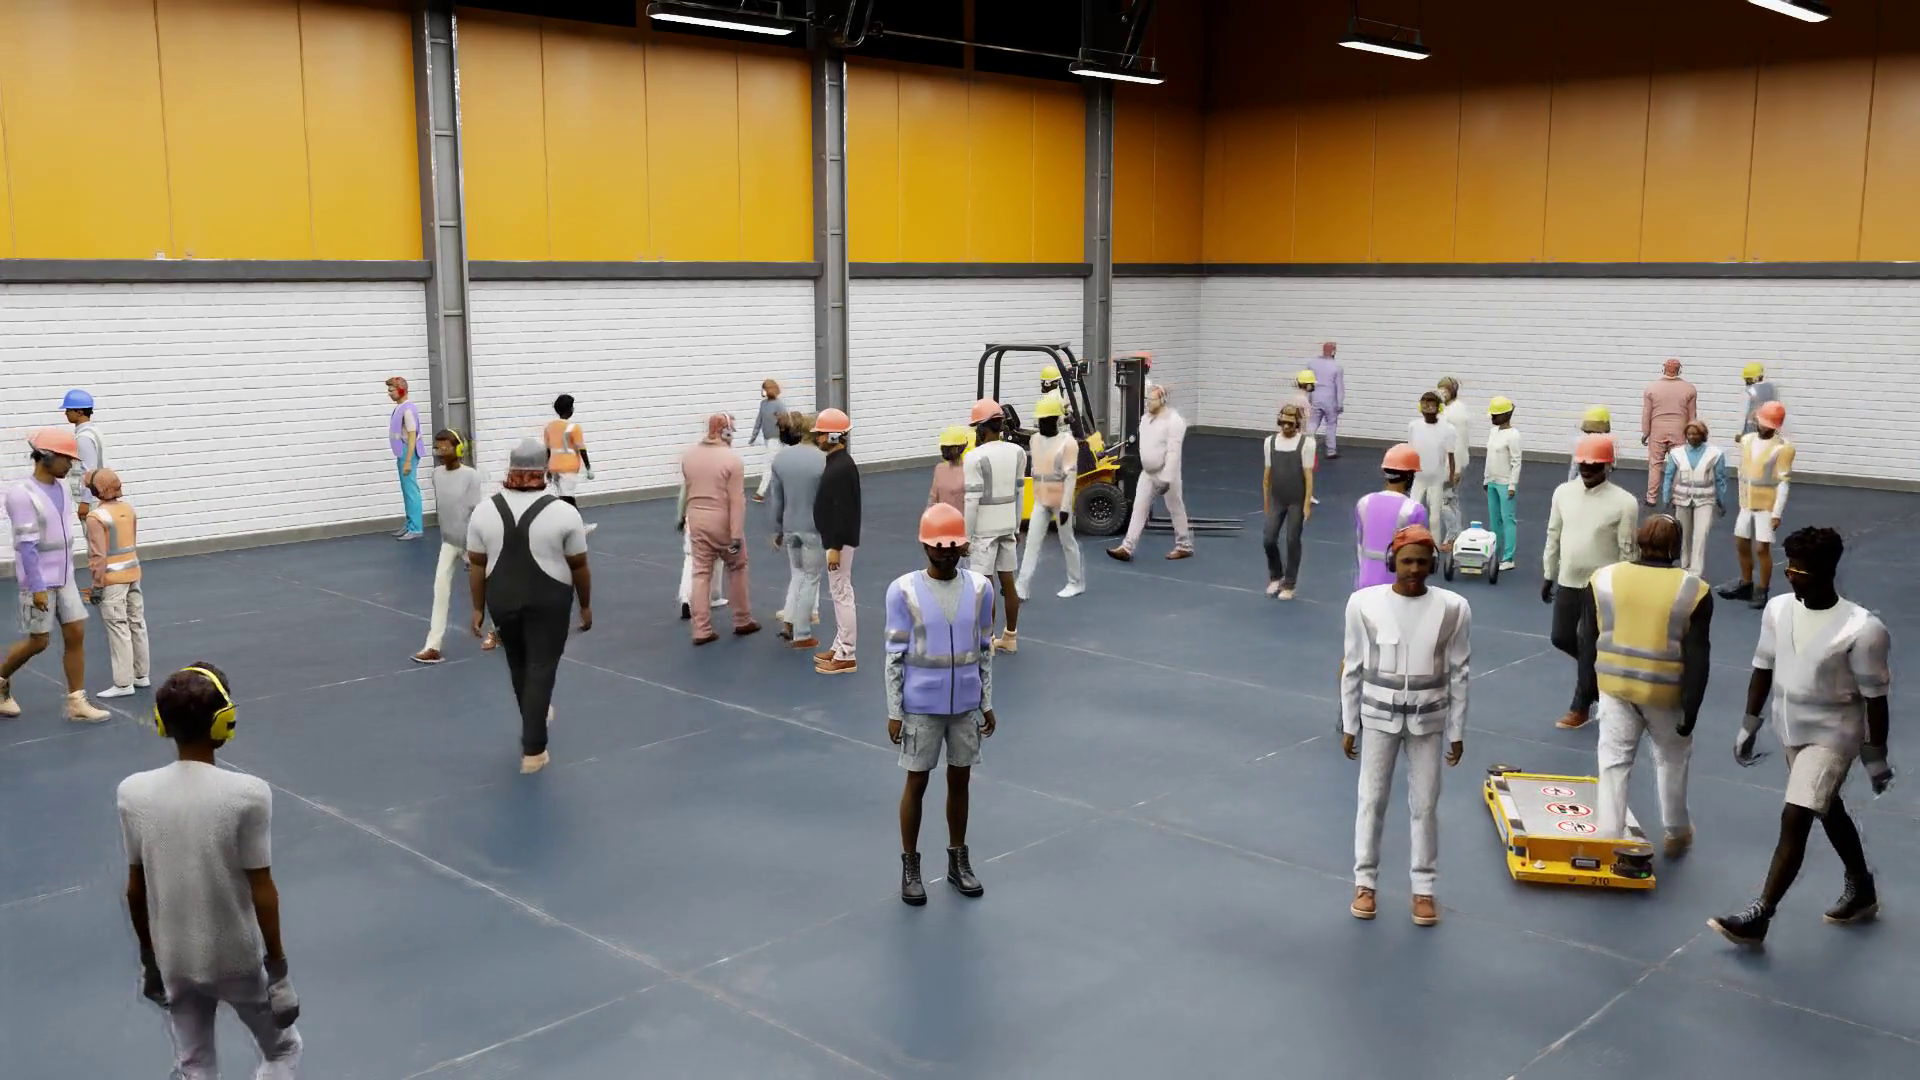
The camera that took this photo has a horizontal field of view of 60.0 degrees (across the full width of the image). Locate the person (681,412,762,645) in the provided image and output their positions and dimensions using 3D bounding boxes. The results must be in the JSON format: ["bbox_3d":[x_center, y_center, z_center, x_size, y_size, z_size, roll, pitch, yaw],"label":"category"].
[{"bbox_3d":[-1.930,-0.112,13.631,0.631,1.864,0.860,4,10,25],"label":"person"}]

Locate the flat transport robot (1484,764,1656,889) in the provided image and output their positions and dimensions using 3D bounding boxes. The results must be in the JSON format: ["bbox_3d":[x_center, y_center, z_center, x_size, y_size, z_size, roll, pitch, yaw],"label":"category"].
[{"bbox_3d":[3.174,1.482,8.752,0.652,0.197,1.431,2,9,11],"label":"flat transport robot"}]

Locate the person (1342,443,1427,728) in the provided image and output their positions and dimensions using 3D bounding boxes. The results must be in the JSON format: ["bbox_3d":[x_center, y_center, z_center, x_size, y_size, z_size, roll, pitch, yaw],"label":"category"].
[{"bbox_3d":[2.872,0.297,11.079,0.998,1.882,0.561,-9,13,-43],"label":"person"}]

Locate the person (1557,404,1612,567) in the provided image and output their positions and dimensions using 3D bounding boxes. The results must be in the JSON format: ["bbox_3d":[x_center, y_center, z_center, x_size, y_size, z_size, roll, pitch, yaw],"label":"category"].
[{"bbox_3d":[6.099,-0.448,16.109,0.367,1.729,0.486,-1,9,-7],"label":"person"}]

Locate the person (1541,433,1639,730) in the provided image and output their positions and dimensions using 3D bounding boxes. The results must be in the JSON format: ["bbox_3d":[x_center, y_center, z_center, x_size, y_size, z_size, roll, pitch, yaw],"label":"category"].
[{"bbox_3d":[4.220,0.254,11.070,0.680,1.971,0.628,-7,12,-37],"label":"person"}]

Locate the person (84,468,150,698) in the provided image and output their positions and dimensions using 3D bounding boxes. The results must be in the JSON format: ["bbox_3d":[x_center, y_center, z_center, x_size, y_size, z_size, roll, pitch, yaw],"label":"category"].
[{"bbox_3d":[-5.993,0.303,11.806,0.315,1.636,0.515,1,9,4],"label":"person"}]

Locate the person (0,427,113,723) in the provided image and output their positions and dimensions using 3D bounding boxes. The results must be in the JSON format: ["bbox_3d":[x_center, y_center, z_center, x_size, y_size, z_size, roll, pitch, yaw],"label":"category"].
[{"bbox_3d":[-6.150,0.246,11.085,0.835,1.996,0.603,2,9,9],"label":"person"}]

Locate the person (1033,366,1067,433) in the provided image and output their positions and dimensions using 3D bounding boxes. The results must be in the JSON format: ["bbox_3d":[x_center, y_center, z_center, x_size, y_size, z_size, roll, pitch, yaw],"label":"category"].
[{"bbox_3d":[1.118,-1.253,20.741,0.404,1.830,0.602,3,10,19],"label":"person"}]

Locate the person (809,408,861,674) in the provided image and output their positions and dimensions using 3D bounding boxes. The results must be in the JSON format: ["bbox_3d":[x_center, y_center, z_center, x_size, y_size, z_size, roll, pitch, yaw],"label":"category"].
[{"bbox_3d":[-0.934,0.004,12.540,0.380,1.994,0.618,-1,9,-5],"label":"person"}]

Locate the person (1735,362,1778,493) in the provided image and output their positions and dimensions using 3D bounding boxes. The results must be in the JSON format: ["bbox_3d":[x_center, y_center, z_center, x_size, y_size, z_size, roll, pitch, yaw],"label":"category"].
[{"bbox_3d":[10.735,-1.498,22.411,0.699,1.794,0.406,-4,10,-21],"label":"person"}]

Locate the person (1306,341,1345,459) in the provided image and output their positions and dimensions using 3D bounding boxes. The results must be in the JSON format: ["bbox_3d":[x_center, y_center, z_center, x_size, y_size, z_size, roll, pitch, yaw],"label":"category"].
[{"bbox_3d":[5.807,-2.219,26.473,0.698,1.893,0.619,8,12,39],"label":"person"}]

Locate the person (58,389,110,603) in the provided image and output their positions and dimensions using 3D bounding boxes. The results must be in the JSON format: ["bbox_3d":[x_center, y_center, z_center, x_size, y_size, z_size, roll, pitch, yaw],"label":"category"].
[{"bbox_3d":[-7.945,-0.402,15.171,0.384,1.948,0.605,-4,10,-23],"label":"person"}]

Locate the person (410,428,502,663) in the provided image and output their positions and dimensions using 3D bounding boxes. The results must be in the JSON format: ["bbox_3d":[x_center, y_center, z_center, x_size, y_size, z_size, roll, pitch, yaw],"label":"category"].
[{"bbox_3d":[-3.901,0.030,12.960,0.512,1.811,0.989,4,10,22],"label":"person"}]

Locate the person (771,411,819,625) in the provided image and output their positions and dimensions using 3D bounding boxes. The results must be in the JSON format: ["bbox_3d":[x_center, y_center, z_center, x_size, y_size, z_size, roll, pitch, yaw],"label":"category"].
[{"bbox_3d":[-1.389,-0.187,14.184,0.430,1.843,0.625,-3,10,-18],"label":"person"}]

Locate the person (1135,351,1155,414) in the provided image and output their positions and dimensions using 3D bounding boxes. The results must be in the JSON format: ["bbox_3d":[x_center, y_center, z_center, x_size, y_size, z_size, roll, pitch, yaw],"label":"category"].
[{"bbox_3d":[2.427,-1.593,22.535,0.421,1.924,0.570,-6,11,-33],"label":"person"}]

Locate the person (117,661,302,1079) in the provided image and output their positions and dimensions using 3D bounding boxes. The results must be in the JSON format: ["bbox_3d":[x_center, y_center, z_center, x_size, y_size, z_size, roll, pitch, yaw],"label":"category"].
[{"bbox_3d":[-2.265,1.288,5.093,0.561,1.855,0.400,1,9,7],"label":"person"}]

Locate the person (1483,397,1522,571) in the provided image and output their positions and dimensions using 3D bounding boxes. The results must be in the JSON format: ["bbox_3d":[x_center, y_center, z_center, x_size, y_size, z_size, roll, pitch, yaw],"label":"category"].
[{"bbox_3d":[5.442,-0.568,16.780,0.334,1.759,0.523,-2,10,-13],"label":"person"}]

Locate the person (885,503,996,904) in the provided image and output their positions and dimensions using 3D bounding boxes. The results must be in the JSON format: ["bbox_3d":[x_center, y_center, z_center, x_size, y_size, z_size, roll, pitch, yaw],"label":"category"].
[{"bbox_3d":[-0.079,0.778,7.969,0.551,1.935,0.371,-3,10,-20],"label":"person"}]

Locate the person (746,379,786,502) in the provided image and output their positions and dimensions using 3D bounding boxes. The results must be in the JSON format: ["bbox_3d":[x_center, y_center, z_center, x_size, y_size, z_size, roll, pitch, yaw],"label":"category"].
[{"bbox_3d":[-2.529,-1.298,21.748,0.739,1.599,0.506,-7,11,-35],"label":"person"}]

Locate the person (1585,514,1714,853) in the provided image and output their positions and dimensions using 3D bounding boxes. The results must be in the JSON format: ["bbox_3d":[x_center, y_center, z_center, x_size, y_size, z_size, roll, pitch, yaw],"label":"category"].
[{"bbox_3d":[3.526,0.756,8.512,0.632,1.806,0.887,6,11,34],"label":"person"}]

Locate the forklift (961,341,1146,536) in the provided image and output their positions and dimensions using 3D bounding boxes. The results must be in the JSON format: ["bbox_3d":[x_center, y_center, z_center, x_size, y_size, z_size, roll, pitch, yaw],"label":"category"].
[{"bbox_3d":[0.977,-1.223,19.452,2.313,2.155,1.214,2,9,11],"label":"forklift"}]

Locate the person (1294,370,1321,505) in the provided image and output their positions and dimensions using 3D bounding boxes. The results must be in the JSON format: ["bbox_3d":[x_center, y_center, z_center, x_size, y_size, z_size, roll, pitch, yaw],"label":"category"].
[{"bbox_3d":[4.433,-1.283,21.201,0.610,1.748,0.532,2,9,10],"label":"person"}]

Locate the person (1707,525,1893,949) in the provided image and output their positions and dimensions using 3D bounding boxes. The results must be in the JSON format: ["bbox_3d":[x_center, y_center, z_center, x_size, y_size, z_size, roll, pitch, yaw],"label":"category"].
[{"bbox_3d":[3.853,0.874,7.511,1.061,1.903,0.584,-3,10,-15],"label":"person"}]

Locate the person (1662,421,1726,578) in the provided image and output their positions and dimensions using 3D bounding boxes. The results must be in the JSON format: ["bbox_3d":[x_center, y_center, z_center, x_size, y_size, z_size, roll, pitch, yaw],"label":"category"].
[{"bbox_3d":[6.966,-0.334,15.827,0.534,1.587,0.862,7,11,35],"label":"person"}]

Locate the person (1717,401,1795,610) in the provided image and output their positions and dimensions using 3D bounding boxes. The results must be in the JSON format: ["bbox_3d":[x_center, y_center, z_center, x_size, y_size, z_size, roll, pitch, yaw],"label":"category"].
[{"bbox_3d":[7.122,-0.319,14.857,0.494,1.886,0.679,-4,10,-21],"label":"person"}]

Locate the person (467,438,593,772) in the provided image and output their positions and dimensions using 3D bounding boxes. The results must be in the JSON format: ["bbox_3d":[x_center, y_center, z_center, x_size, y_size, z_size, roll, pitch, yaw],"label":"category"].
[{"bbox_3d":[-2.606,0.344,10.317,0.706,2.000,0.992,1,9,5],"label":"person"}]

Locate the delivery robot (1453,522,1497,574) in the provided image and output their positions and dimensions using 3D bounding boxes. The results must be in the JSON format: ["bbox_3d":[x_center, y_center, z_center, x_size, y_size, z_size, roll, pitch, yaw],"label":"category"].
[{"bbox_3d":[5.042,0.062,16.277,0.477,0.478,0.707,4,9,23],"label":"delivery robot"}]

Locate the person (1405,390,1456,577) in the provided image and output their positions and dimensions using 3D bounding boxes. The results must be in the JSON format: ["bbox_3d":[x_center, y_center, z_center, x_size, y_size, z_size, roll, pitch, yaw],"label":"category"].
[{"bbox_3d":[4.620,-0.549,16.383,0.564,1.847,0.469,6,11,32],"label":"person"}]

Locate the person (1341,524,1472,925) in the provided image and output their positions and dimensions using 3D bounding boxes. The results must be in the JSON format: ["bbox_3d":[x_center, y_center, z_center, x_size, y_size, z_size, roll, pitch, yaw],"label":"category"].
[{"bbox_3d":[2.057,0.854,7.712,0.574,1.876,0.340,2,9,13],"label":"person"}]

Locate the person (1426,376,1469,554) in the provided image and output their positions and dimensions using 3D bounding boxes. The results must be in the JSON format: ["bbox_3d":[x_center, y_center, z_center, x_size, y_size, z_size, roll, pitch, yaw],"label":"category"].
[{"bbox_3d":[5.164,-0.785,17.627,0.446,1.915,0.652,2,10,14],"label":"person"}]

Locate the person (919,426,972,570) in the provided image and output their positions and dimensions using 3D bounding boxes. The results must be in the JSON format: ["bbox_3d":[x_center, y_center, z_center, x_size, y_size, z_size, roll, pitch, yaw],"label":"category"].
[{"bbox_3d":[-0.116,-0.071,13.786,0.743,1.742,0.533,-7,11,-35],"label":"person"}]

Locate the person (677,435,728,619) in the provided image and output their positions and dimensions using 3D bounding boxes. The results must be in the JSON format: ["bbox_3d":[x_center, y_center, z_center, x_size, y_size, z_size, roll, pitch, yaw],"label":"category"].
[{"bbox_3d":[-2.268,-0.130,14.576,0.557,1.599,0.822,3,10,16],"label":"person"}]

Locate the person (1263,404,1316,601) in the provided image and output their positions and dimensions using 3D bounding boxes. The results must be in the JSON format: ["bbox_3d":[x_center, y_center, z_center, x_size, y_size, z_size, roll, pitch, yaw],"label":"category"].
[{"bbox_3d":[2.984,-0.340,15.202,0.501,1.819,0.408,5,11,28],"label":"person"}]

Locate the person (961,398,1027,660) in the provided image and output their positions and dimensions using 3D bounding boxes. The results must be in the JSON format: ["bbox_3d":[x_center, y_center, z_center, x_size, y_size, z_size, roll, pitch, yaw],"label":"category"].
[{"bbox_3d":[0.232,-0.084,12.964,0.605,2.034,0.388,-8,12,-41],"label":"person"}]

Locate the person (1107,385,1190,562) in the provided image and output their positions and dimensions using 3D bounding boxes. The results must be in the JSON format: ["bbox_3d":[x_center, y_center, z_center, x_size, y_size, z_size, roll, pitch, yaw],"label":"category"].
[{"bbox_3d":[2.019,-0.678,17.181,1.006,1.842,0.649,-7,12,-36],"label":"person"}]

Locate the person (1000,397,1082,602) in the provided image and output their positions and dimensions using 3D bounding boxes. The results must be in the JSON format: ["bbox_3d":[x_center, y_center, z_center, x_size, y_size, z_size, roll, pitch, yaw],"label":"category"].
[{"bbox_3d":[0.797,-0.360,15.127,0.974,1.871,0.613,-9,13,-44],"label":"person"}]

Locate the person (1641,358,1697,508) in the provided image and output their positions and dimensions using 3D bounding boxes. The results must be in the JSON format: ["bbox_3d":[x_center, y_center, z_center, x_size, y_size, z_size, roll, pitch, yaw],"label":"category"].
[{"bbox_3d":[9.013,-1.360,21.172,0.645,1.908,0.408,3,10,18],"label":"person"}]

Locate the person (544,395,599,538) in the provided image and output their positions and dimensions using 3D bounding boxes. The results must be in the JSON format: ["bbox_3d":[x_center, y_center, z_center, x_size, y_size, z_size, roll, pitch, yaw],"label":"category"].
[{"bbox_3d":[-4.269,-0.772,18.334,0.538,1.660,0.847,7,12,37],"label":"person"}]

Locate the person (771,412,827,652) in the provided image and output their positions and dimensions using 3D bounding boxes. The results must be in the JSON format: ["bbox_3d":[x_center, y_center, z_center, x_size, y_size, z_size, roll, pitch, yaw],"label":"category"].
[{"bbox_3d":[-1.195,-0.060,13.205,0.638,1.910,0.486,6,11,32],"label":"person"}]

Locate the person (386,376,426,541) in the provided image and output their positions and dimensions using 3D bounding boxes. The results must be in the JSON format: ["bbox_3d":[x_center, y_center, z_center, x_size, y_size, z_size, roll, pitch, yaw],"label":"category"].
[{"bbox_3d":[-6.199,-0.915,18.653,0.388,1.839,0.563,-5,10,-26],"label":"person"}]
